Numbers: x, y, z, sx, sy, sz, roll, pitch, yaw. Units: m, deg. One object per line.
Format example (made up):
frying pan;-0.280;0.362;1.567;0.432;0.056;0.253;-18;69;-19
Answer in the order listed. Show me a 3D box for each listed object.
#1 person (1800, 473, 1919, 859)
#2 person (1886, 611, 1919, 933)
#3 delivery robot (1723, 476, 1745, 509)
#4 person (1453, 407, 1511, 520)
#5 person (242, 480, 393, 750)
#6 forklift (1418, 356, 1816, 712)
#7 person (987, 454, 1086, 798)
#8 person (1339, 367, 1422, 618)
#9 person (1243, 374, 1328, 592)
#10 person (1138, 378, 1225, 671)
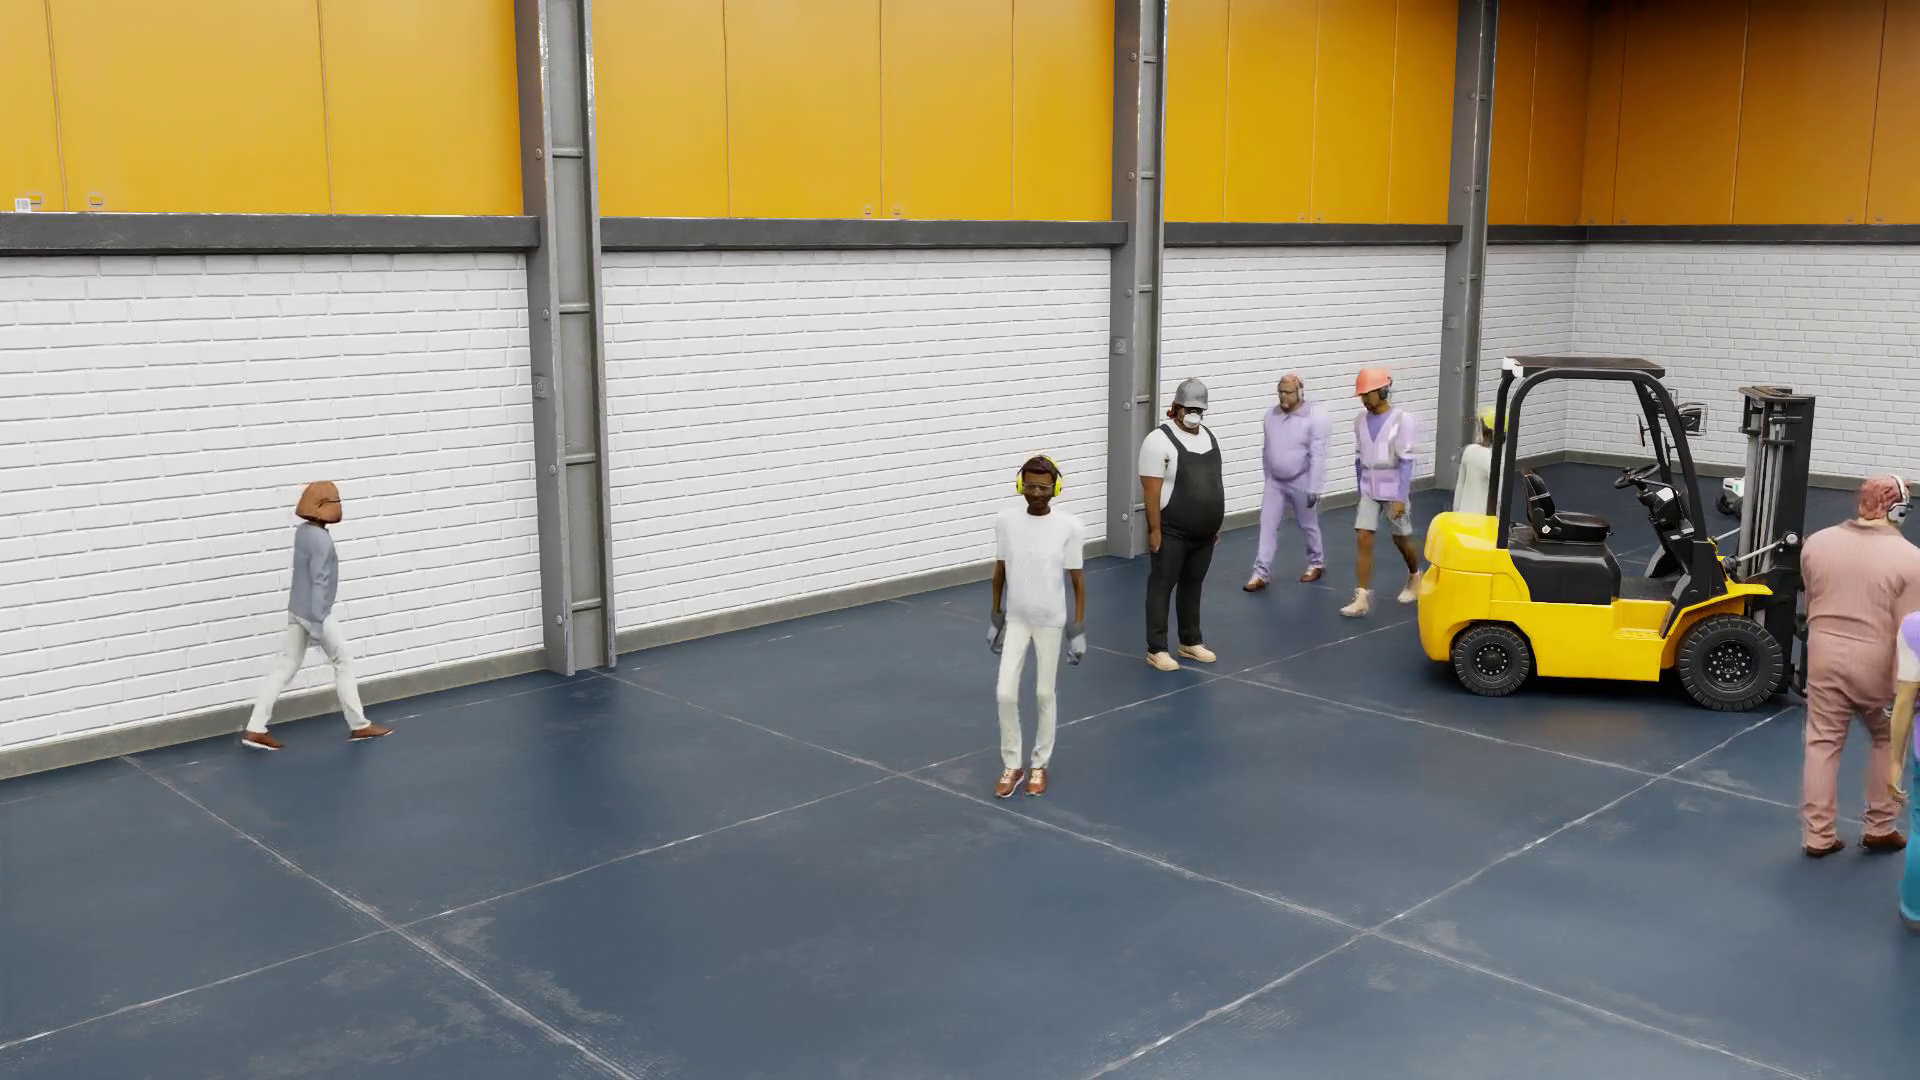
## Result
person;4.408;0.605;8.076;0.690;1.882;0.637;-8;13;-36
person;4.106;0.892;6.795;0.567;1.790;1.005;5;12;26
delivery robot;8.524;-0.540;17.690;0.707;0.478;0.477;0;10;0
person;3.966;-0.144;12.541;0.467;1.736;0.550;-2;11;-13
person;-3.848;0.442;9.766;0.831;1.590;0.505;-9;14;-40
forklift;4.276;-0.101;11.076;2.313;2.155;1.214;2;11;13
person;0.391;0.475;8.848;0.570;1.854;0.535;3;11;15
person;3.425;-0.403;13.330;1.037;1.980;0.632;-9;14;-41
person;2.842;-0.502;14.237;0.647;1.851;1.013;9;13;39
person;1.595;-0.121;11.602;0.681;2.000;0.536;-8;13;-36
